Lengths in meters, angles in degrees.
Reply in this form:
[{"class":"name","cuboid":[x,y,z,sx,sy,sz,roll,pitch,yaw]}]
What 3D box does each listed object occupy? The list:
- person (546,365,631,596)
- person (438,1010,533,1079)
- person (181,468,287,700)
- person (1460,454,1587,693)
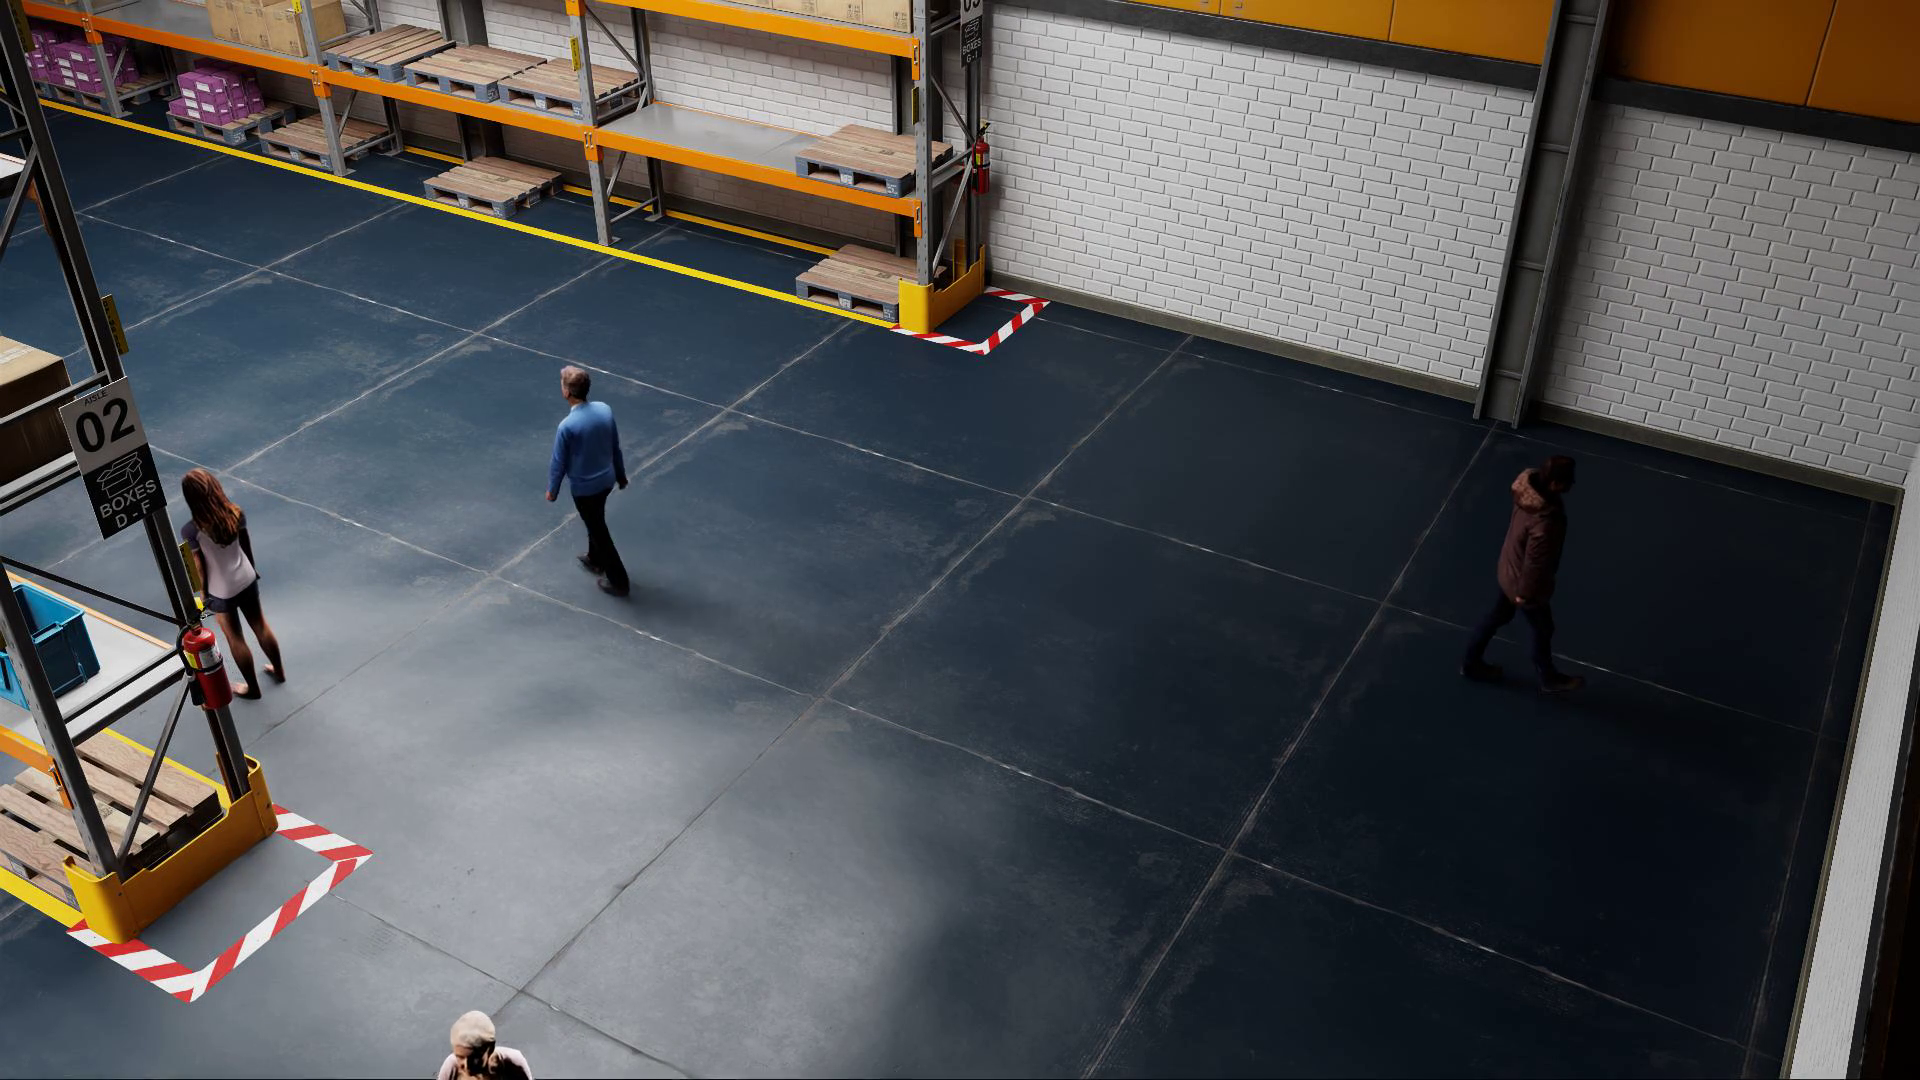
[{"class":"person","cuboid":[-2.589,-0.391,12.026,0.830,1.792,0.674,18,37,24]},{"class":"person","cuboid":[-2.074,2.674,7.520,0.960,1.676,0.966,-4,34,-6]},{"class":"person","cuboid":[-4.845,0.294,11.052,0.542,1.730,0.607,20,38,27]},{"class":"person","cuboid":[3.677,0.225,11.085,1.168,1.809,0.991,4,34,6]}]
